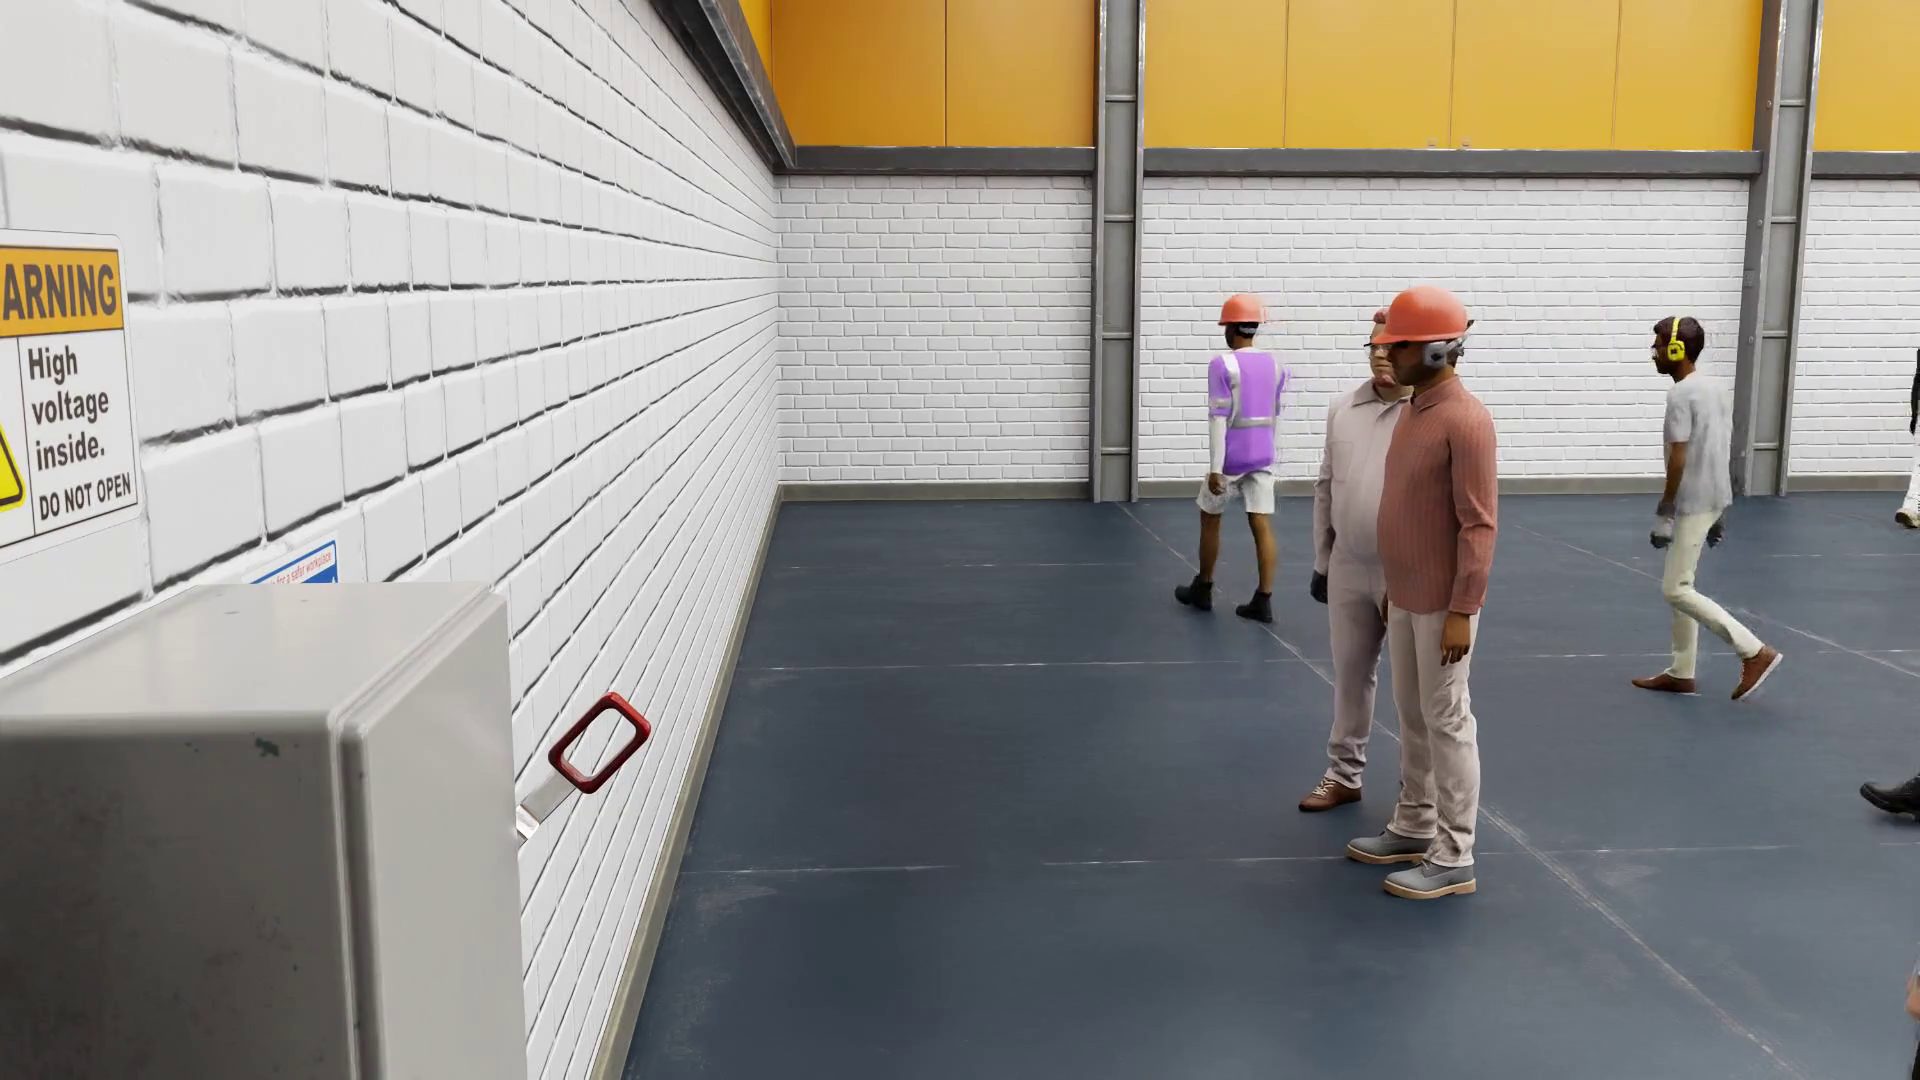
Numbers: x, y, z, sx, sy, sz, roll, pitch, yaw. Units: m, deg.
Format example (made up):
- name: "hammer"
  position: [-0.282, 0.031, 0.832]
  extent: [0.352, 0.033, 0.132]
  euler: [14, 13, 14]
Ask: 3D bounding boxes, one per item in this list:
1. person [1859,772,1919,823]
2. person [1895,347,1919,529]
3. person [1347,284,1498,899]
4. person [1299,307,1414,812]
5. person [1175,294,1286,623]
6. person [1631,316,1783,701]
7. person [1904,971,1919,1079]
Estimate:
- name: "person"
  position: [3.606, 0.153, 5.819]
  extent: [0.889, 1.896, 0.567]
  euler: [8, 12, 42]
- name: "person"
  position: [7.870, -0.971, 13.259]
  extent: [0.999, 1.777, 0.635]
  euler: [-8, 12, -41]
- name: "person"
  position: [1.518, 0.169, 5.448]
  extent: [0.399, 1.989, 0.622]
  euler: [-1, 9, -6]
- name: "person"
  position: [1.563, 0.106, 6.110]
  extent: [0.636, 1.911, 0.404]
  euler: [8, 12, 41]
- name: "person"
  position: [1.610, -0.493, 9.881]
  extent: [0.568, 1.900, 0.872]
  euler: [-5, 10, -27]
- name: "person"
  position: [3.549, -0.135, 7.862]
  extent: [0.645, 1.840, 0.526]
  euler: [7, 12, 39]
- name: "person"
  position: [1.512, 0.870, 2.125]
  extent: [0.534, 1.645, 0.898]
  euler: [8, 12, 40]
